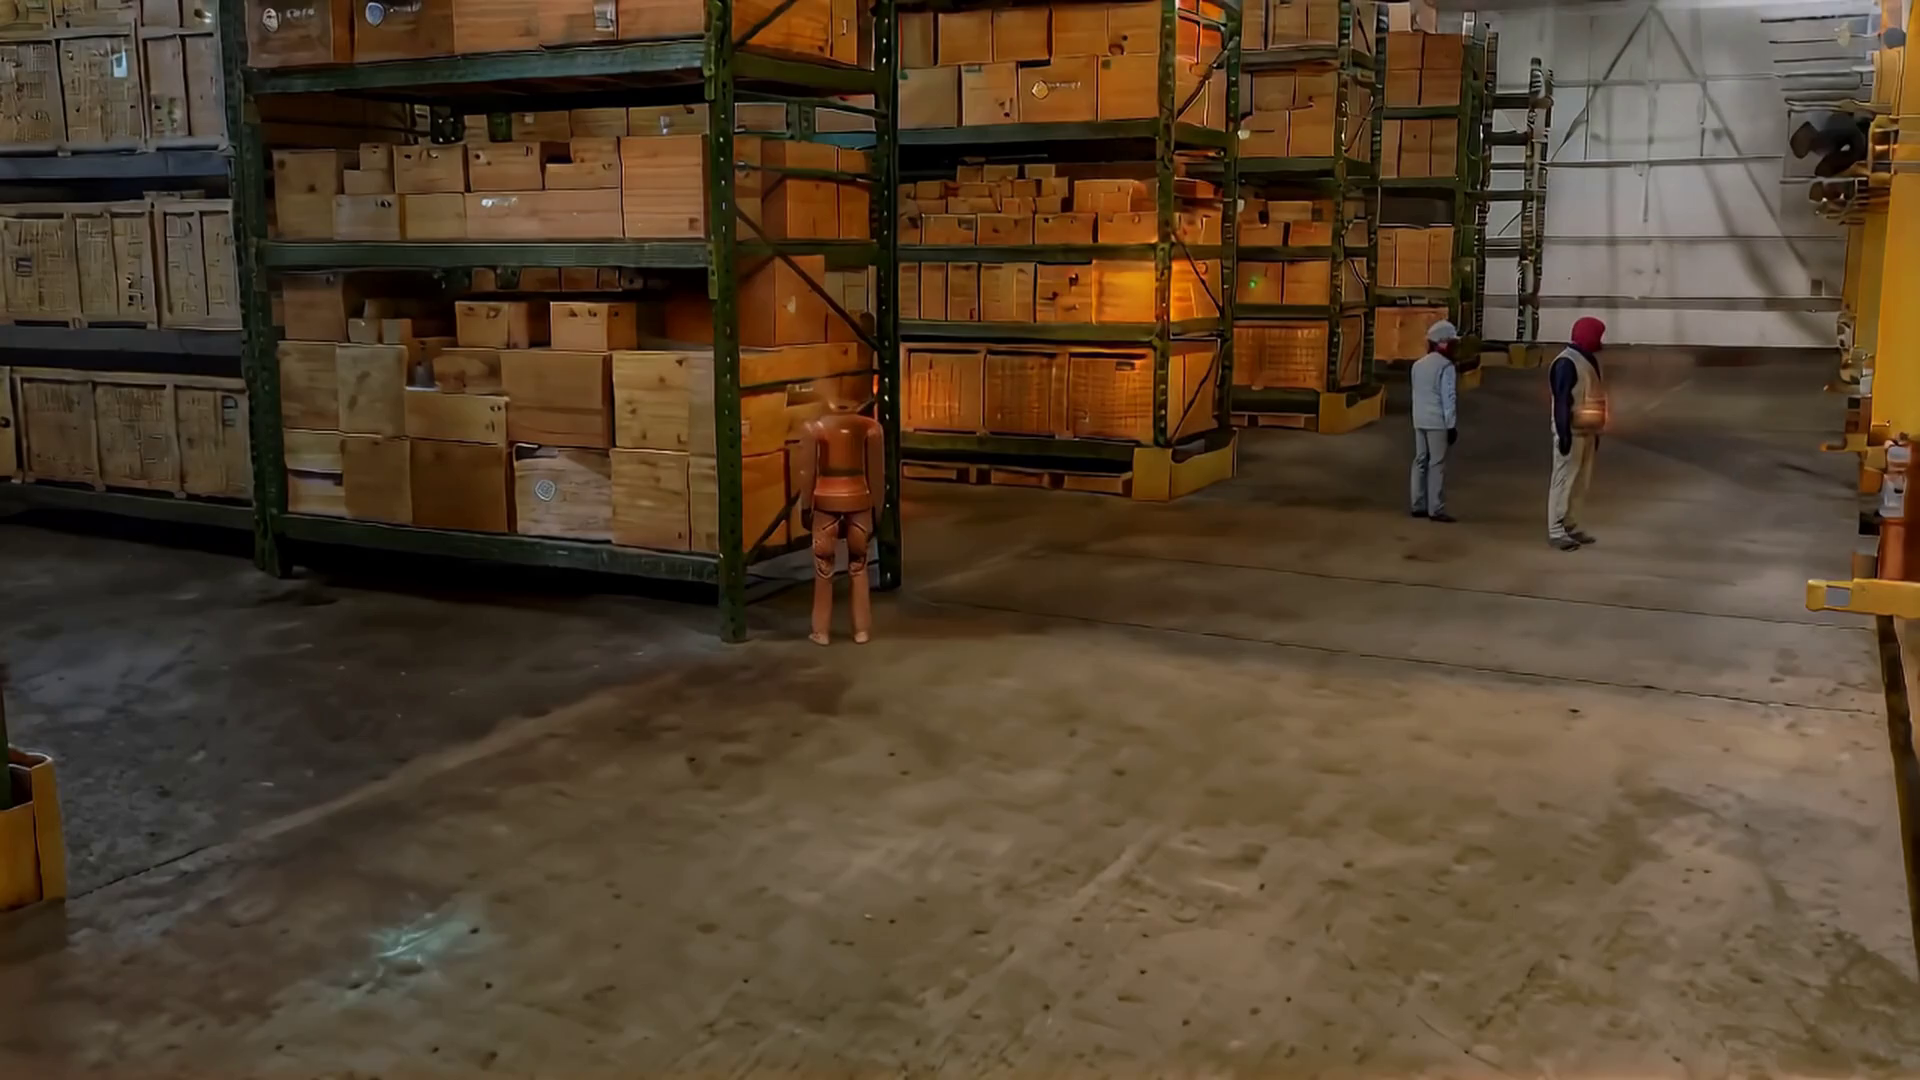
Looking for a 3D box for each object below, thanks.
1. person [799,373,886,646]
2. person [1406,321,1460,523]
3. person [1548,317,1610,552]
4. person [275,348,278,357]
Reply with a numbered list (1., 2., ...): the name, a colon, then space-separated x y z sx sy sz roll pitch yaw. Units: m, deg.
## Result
1. person: -0.692 -0.174 9.880 0.523 1.632 0.315 -2 10 -13
2. person: 4.150 -1.015 14.451 0.363 1.749 0.589 -3 10 -19
3. person: 4.874 -0.833 13.094 0.430 1.838 0.620 9 13 42
4. person: -8.003 -1.987 19.476 0.359 1.938 0.545 -3 10 -17
